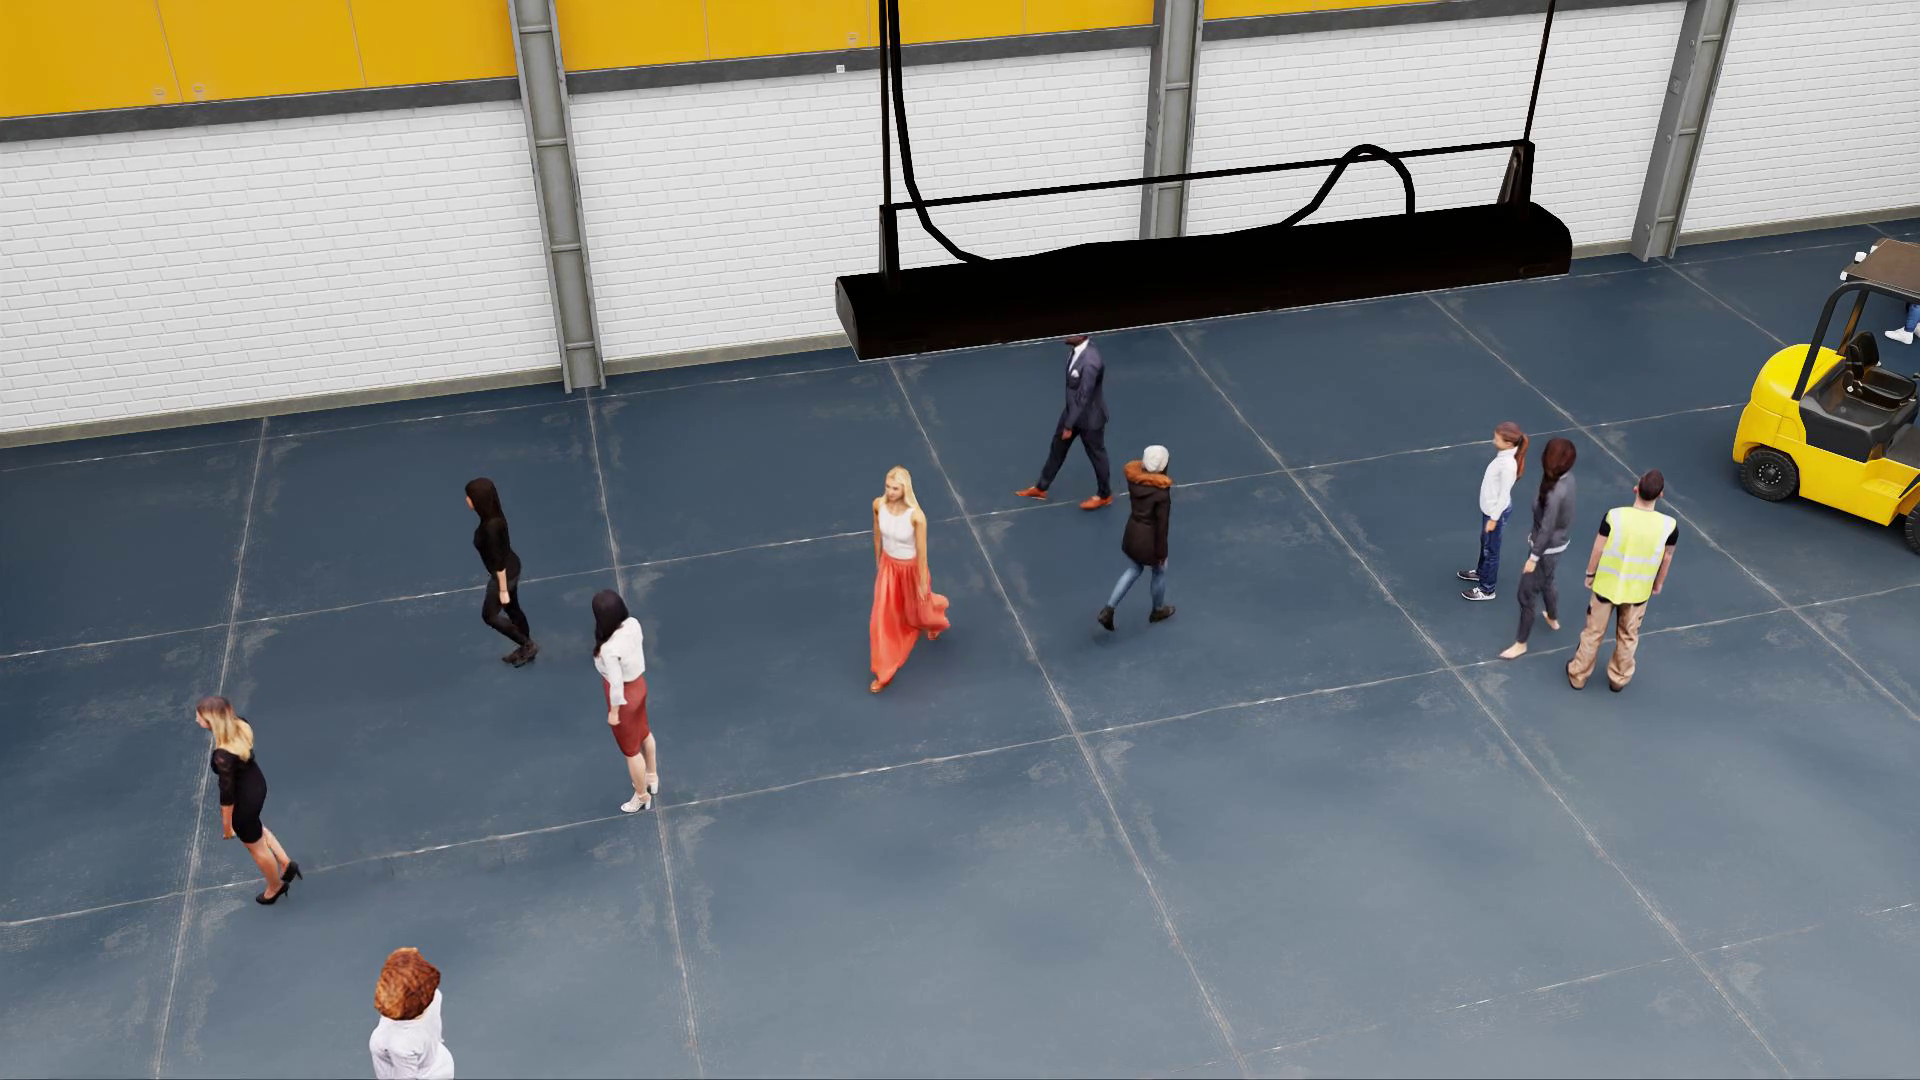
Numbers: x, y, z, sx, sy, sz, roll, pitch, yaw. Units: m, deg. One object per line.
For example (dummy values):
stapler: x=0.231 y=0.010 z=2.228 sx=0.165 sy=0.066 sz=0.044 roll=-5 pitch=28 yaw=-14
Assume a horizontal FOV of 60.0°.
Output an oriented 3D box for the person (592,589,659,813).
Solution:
person: x=-2.186 y=1.056 z=10.912 sx=0.668 sy=1.750 sz=0.669 roll=8 pitch=34 yaw=11

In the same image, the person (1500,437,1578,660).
person: x=4.385 y=0.066 z=12.398 sx=0.989 sy=1.754 sz=0.949 roll=8 pitch=34 yaw=11

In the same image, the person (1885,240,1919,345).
person: x=9.816 y=-2.853 z=16.740 sx=0.543 sy=1.809 sz=0.765 roll=-14 pitch=36 yaw=-20

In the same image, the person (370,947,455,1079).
person: x=-2.693 y=2.730 z=8.427 sx=0.728 sy=1.713 sz=0.725 roll=3 pitch=34 yaw=5

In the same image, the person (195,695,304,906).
person: x=-4.285 y=1.600 z=10.170 sx=0.606 sy=1.667 sz=0.616 roll=-3 pitch=34 yaw=-5

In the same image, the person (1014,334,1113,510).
person: x=1.135 y=-1.049 z=14.041 sx=1.040 sy=1.792 sz=0.690 roll=-9 pitch=35 yaw=-14

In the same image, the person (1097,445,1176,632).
person: x=1.351 y=0.013 z=12.604 sx=1.067 sy=1.615 sz=0.859 roll=-23 pitch=40 yaw=-30

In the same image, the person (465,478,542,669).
person: x=-3.278 y=0.250 z=12.234 sx=0.602 sy=1.629 sz=0.611 roll=-6 pitch=34 yaw=-10

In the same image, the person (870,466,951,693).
person: x=-0.355 y=0.204 z=12.185 sx=1.170 sy=1.761 sz=1.227 roll=17 pitch=37 yaw=24

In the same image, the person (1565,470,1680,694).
person: x=4.763 y=0.307 z=11.957 sx=0.803 sy=1.841 sz=0.892 roll=7 pitch=34 yaw=11

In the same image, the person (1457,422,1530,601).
person: x=4.215 y=-0.247 z=13.047 sx=0.636 sy=1.558 sz=0.615 roll=6 pitch=34 yaw=8
